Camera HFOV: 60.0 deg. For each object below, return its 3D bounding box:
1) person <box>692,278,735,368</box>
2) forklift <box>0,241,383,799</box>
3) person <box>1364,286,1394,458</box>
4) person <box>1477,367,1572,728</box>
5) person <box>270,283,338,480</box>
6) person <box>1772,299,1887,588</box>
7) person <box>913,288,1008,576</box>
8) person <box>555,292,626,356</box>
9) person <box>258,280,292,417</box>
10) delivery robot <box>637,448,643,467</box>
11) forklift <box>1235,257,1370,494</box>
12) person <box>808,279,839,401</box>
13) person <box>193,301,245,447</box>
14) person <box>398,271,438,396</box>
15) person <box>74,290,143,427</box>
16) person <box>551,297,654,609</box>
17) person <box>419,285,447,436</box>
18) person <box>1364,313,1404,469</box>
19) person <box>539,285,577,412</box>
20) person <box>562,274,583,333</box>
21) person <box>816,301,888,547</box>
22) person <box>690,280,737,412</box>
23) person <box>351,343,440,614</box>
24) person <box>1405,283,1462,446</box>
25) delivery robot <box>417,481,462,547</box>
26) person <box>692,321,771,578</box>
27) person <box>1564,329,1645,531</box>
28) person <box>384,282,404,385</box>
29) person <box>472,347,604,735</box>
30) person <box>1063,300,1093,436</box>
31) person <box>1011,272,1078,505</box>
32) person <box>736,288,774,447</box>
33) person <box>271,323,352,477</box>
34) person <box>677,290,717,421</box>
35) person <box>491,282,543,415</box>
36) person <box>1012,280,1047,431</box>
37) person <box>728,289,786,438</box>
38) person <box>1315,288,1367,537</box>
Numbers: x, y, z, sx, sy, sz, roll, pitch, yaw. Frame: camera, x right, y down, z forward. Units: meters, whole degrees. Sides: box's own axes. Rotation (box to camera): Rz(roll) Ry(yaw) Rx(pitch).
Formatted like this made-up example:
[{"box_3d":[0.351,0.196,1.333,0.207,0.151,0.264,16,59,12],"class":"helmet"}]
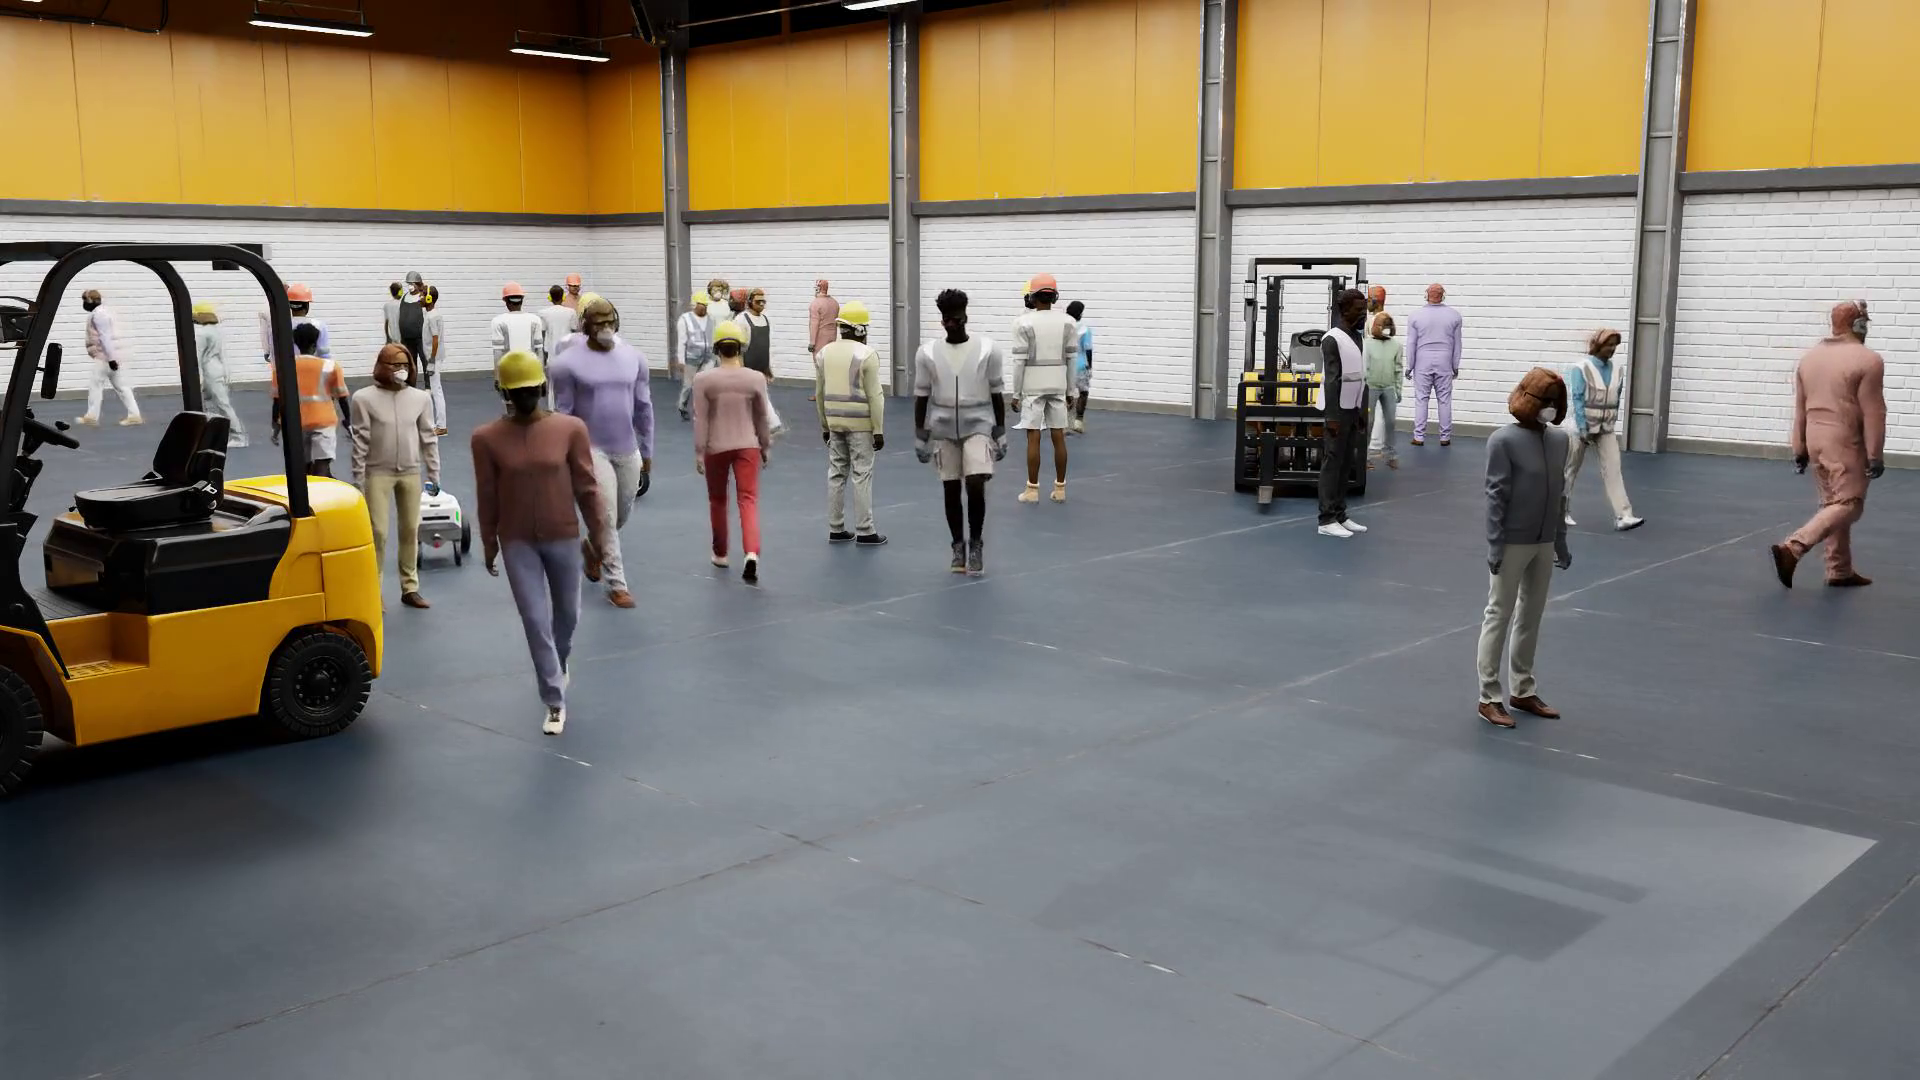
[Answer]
[{"box_3d":[-3.430,-2.687,23.306,0.627,1.938,0.370,-6,11,-31],"class":"person"},{"box_3d":[-3.706,-0.171,7.093,1.214,2.155,2.313,9,13,43],"class":"forklift"},{"box_3d":[4.565,-1.843,18.288,0.356,1.886,0.574,5,10,27],"class":"person"},{"box_3d":[2.589,0.027,7.589,0.498,1.633,0.279,-5,11,-29],"class":"person"},{"box_3d":[-6.227,-1.465,15.804,0.542,1.939,0.364,-1,9,-5],"class":"person"},{"box_3d":[5.601,-0.600,10.667,0.791,1.885,0.650,-2,9,-11],"class":"person"},{"box_3d":[-0.014,-0.713,11.188,0.631,1.937,0.664,1,9,9],"class":"person"},{"box_3d":[-3.027,-1.103,13.769,0.602,1.885,0.980,-1,9,-7],"class":"person"},{"box_3d":[-9.423,-2.665,23.260,0.642,1.909,0.410,-2,10,-13],"class":"person"},{"box_3d":[-3.246,-0.715,15.152,0.707,0.478,0.477,-4,10,-21],"class":"delivery robot"},{"box_3d":[3.309,-1.629,16.029,1.214,2.155,2.313,2,9,11],"class":"forklift"},{"box_3d":[-2.175,-3.136,26.152,0.409,1.908,0.647,6,11,31],"class":"person"},{"box_3d":[-8.772,-1.915,19.310,0.896,1.697,0.492,-1,9,-7],"class":"person"},{"box_3d":[-8.889,-3.366,27.151,0.679,2.000,0.537,3,10,15],"class":"person"},{"box_3d":[-11.278,-2.383,21.879,0.893,1.791,0.651,-2,10,-15],"class":"person"},{"box_3d":[-2.251,-0.566,10.416,0.635,1.911,0.884,-6,11,-33],"class":"person"},{"box_3d":[-6.556,-2.218,20.643,0.328,1.870,0.512,-3,10,-16],"class":"person"},{"box_3d":[4.359,-1.544,17.273,0.503,1.621,0.290,-1,9,-7],"class":"person"},{"box_3d":[-5.361,-2.489,22.328,0.516,1.862,0.327,-1,9,-6],"class":"person"},{"box_3d":[-6.038,-3.167,26.069,0.612,1.995,0.376,-7,11,-36],"class":"person"},{"box_3d":[-0.795,-0.864,12.447,0.600,1.830,0.404,7,12,37],"class":"person"},{"box_3d":[-3.522,-2.771,23.898,0.810,1.915,0.547,-4,10,-24],"class":"person"},{"box_3d":[-3.414,-0.374,10.075,0.515,1.629,0.299,-8,12,-39],"class":"person"},{"box_3d":[5.542,-2.052,19.502,0.637,1.911,0.403,1,9,7],"class":"person"},{"box_3d":[-3.743,-0.175,11.840,0.477,0.478,0.707,-3,10,-19],"class":"delivery robot"},{"box_3d":[-1.532,-0.618,11.256,0.536,1.729,0.871,-3,10,-17],"class":"person"},{"box_3d":[5.058,-0.863,13.179,0.519,1.593,0.862,-3,10,-16],"class":"person"},{"box_3d":[-9.286,-3.318,27.491,0.570,1.885,0.545,5,10,28],"class":"person"},{"box_3d":[-1.917,-0.025,7.605,0.554,1.729,0.685,-2,10,-14],"class":"person"},{"box_3d":[1.402,-2.126,20.648,0.559,1.677,0.408,4,10,25],"class":"person"},{"box_3d":[0.729,-1.327,14.642,0.608,2.044,0.370,-3,10,-18],"class":"person"},{"box_3d":[-2.382,-2.002,19.382,0.328,1.844,0.511,7,12,38],"class":"person"},{"box_3d":[-5.137,-0.896,13.213,0.591,1.634,0.887,-1,9,-9],"class":"person"},{"box_3d":[-3.519,-2.444,22.240,0.597,1.807,0.832,-6,11,-32],"class":"person"},{"box_3d":[-4.740,-1.791,17.826,0.543,1.933,0.364,-5,11,-30],"class":"person"},{"box_3d":[0.926,-2.359,21.323,0.366,1.926,0.594,-9,13,-44],"class":"person"},{"box_3d":[-2.607,-2.133,20.242,0.989,1.840,0.578,2,9,13],"class":"person"},{"box_3d":[2.988,-0.995,12.984,0.391,1.920,0.587,6,11,33],"class":"person"}]
